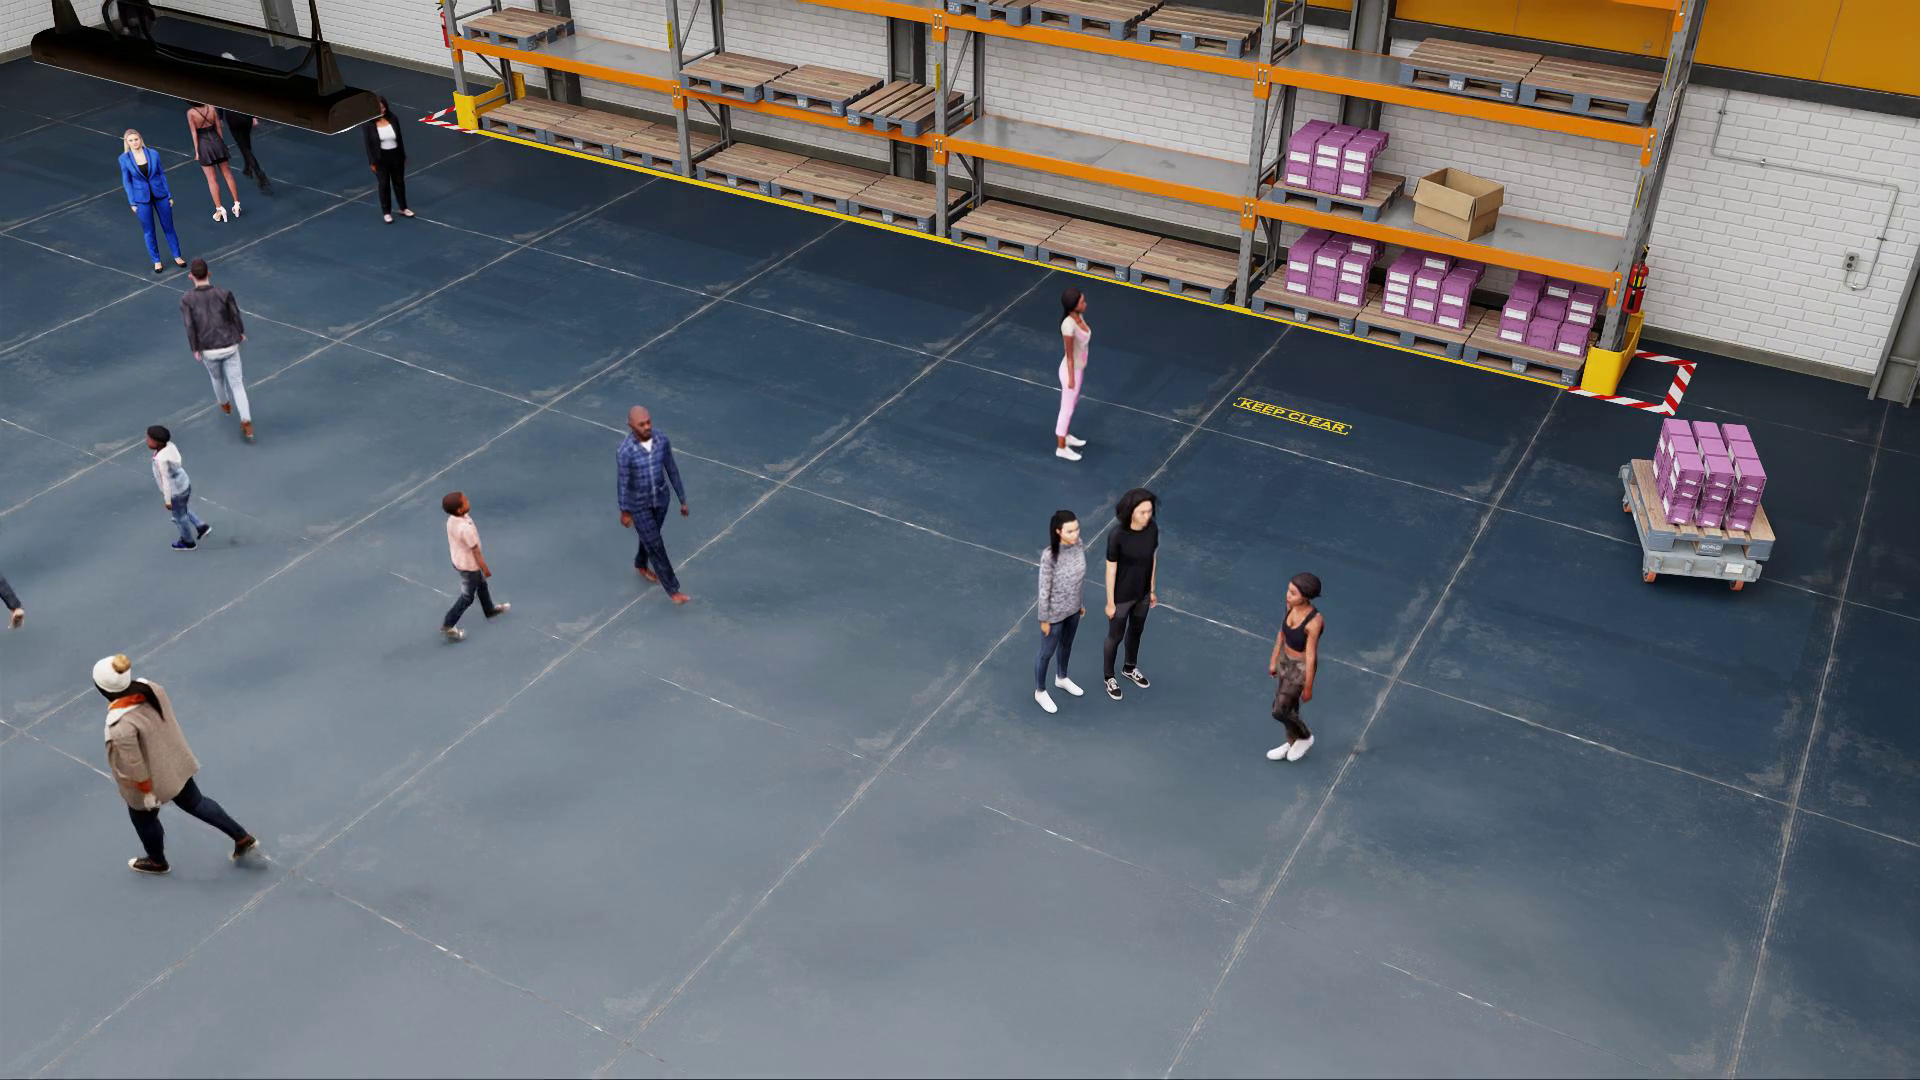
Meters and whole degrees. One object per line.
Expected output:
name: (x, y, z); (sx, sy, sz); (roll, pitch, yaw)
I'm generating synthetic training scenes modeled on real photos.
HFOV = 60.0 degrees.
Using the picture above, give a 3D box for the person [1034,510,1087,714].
person: (0.772, 0.508, 12.767); (0.670, 1.732, 0.622); (-27, 42, -35)

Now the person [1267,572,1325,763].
person: (2.537, 0.942, 12.155); (0.814, 1.688, 0.753); (-10, 35, -15)

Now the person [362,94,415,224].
person: (-7.186, -4.805, 20.865); (0.732, 1.616, 0.722); (-27, 42, -35)

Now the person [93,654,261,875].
person: (-5.290, 1.526, 11.123); (1.251, 1.856, 0.991); (4, 34, 7)

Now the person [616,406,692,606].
person: (-2.679, -0.354, 14.028); (1.190, 1.772, 0.872); (29, 43, 36)

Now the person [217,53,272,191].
person: (-9.338, -5.401, 21.653); (1.212, 1.737, 0.817); (28, 43, 36)

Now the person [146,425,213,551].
person: (-6.874, -0.467, 14.664); (0.693, 1.257, 0.624); (-2, 34, -2)

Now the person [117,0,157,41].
person: (-12.583, -7.868, 25.445); (1.070, 1.648, 1.129); (-8, 35, -12)

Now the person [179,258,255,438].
person: (-7.200, -1.832, 16.228); (1.068, 1.797, 1.246); (-16, 37, -23)

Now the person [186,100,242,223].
person: (-9.363, -4.869, 20.808); (0.579, 1.787, 0.583); (25, 41, 32)

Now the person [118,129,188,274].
person: (-9.534, -4.013, 19.597); (0.706, 1.701, 0.693); (-22, 39, -29)

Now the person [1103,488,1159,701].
person: (1.314, 0.378, 12.871); (0.709, 1.835, 0.697); (-19, 38, -26)

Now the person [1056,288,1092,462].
person: (1.072, -1.613, 15.951); (0.603, 1.741, 0.629); (7, 34, 11)

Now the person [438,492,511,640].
person: (-4.085, 0.211, 13.609); (0.789, 1.295, 0.890); (-21, 39, -28)
